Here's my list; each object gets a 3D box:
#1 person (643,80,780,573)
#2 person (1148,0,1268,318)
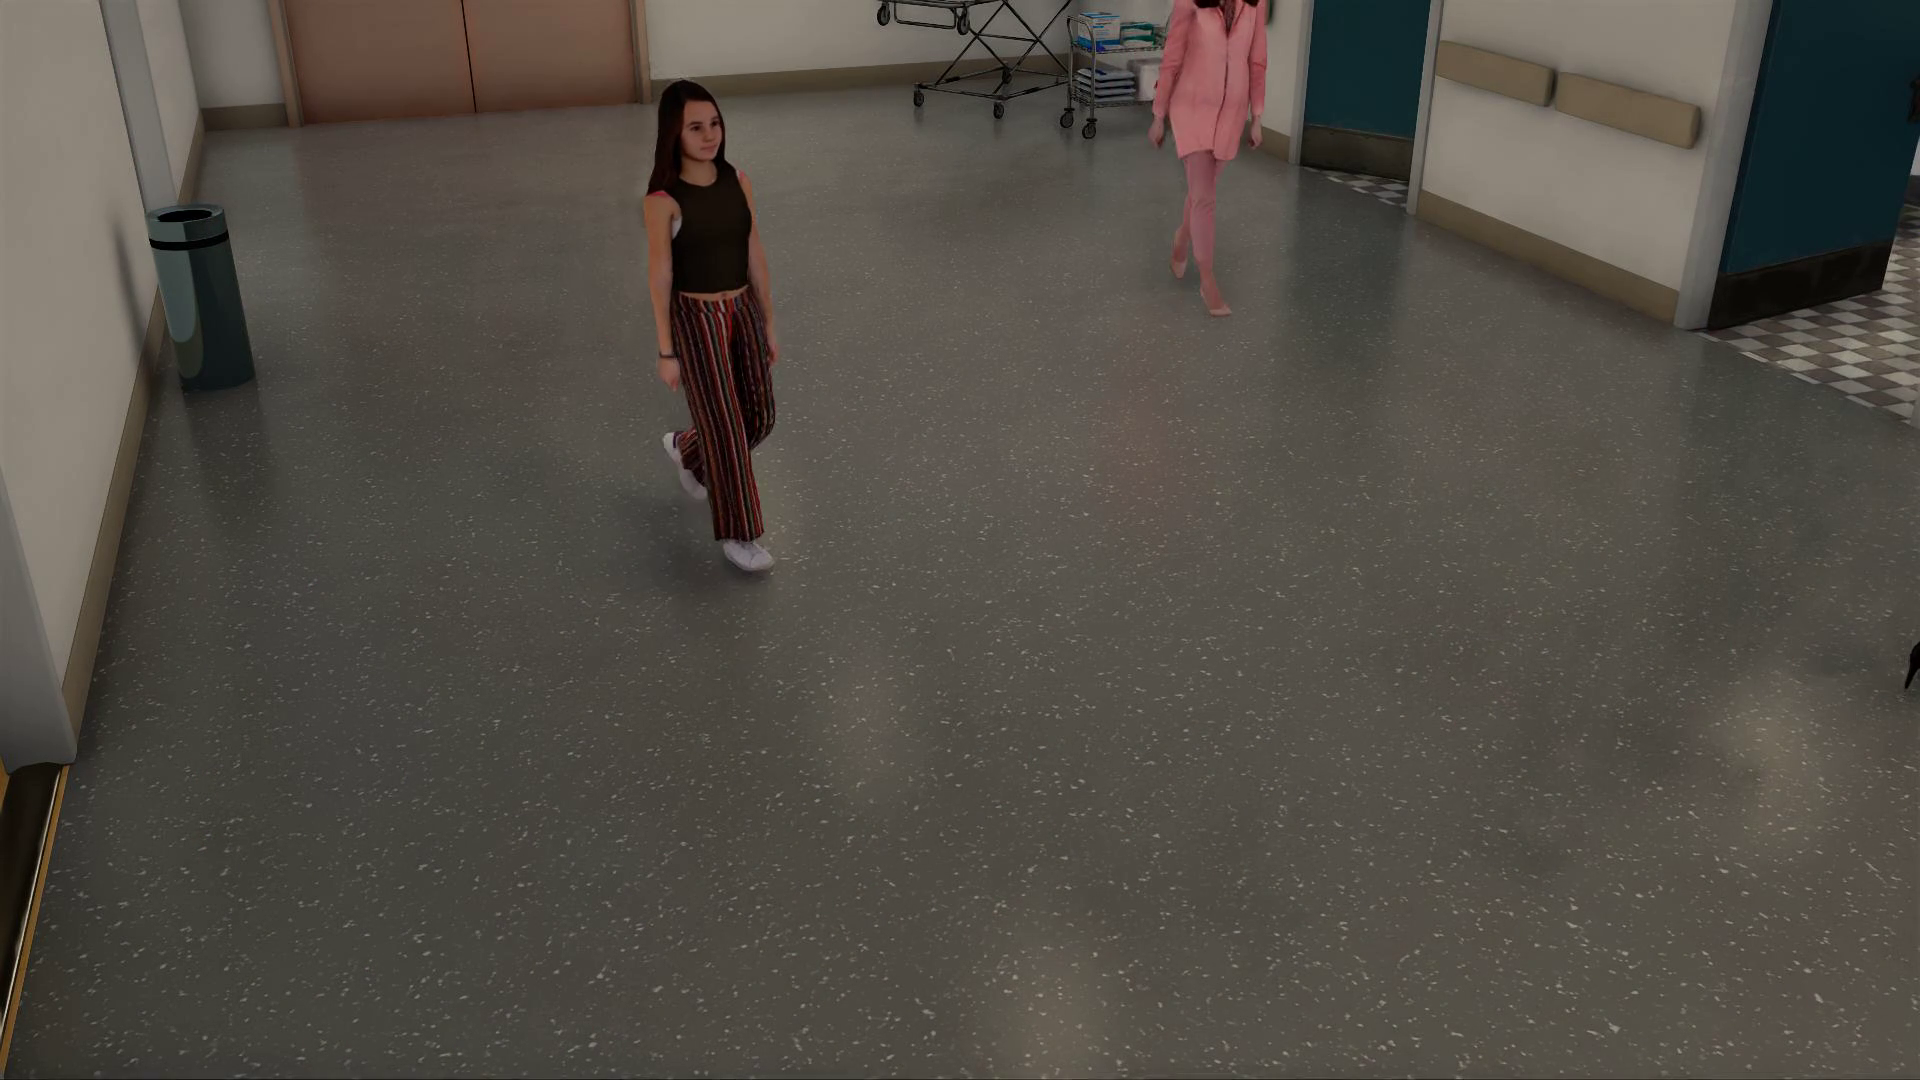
[{"bbox_3d":[-0.818,-0.684,5.284,0.740,1.550,0.962,-19,31,-33],"label":"person"},{"bbox_3d":[1.118,-1.955,7.688,0.731,1.751,1.180,-4,26,-9],"label":"person"}]
